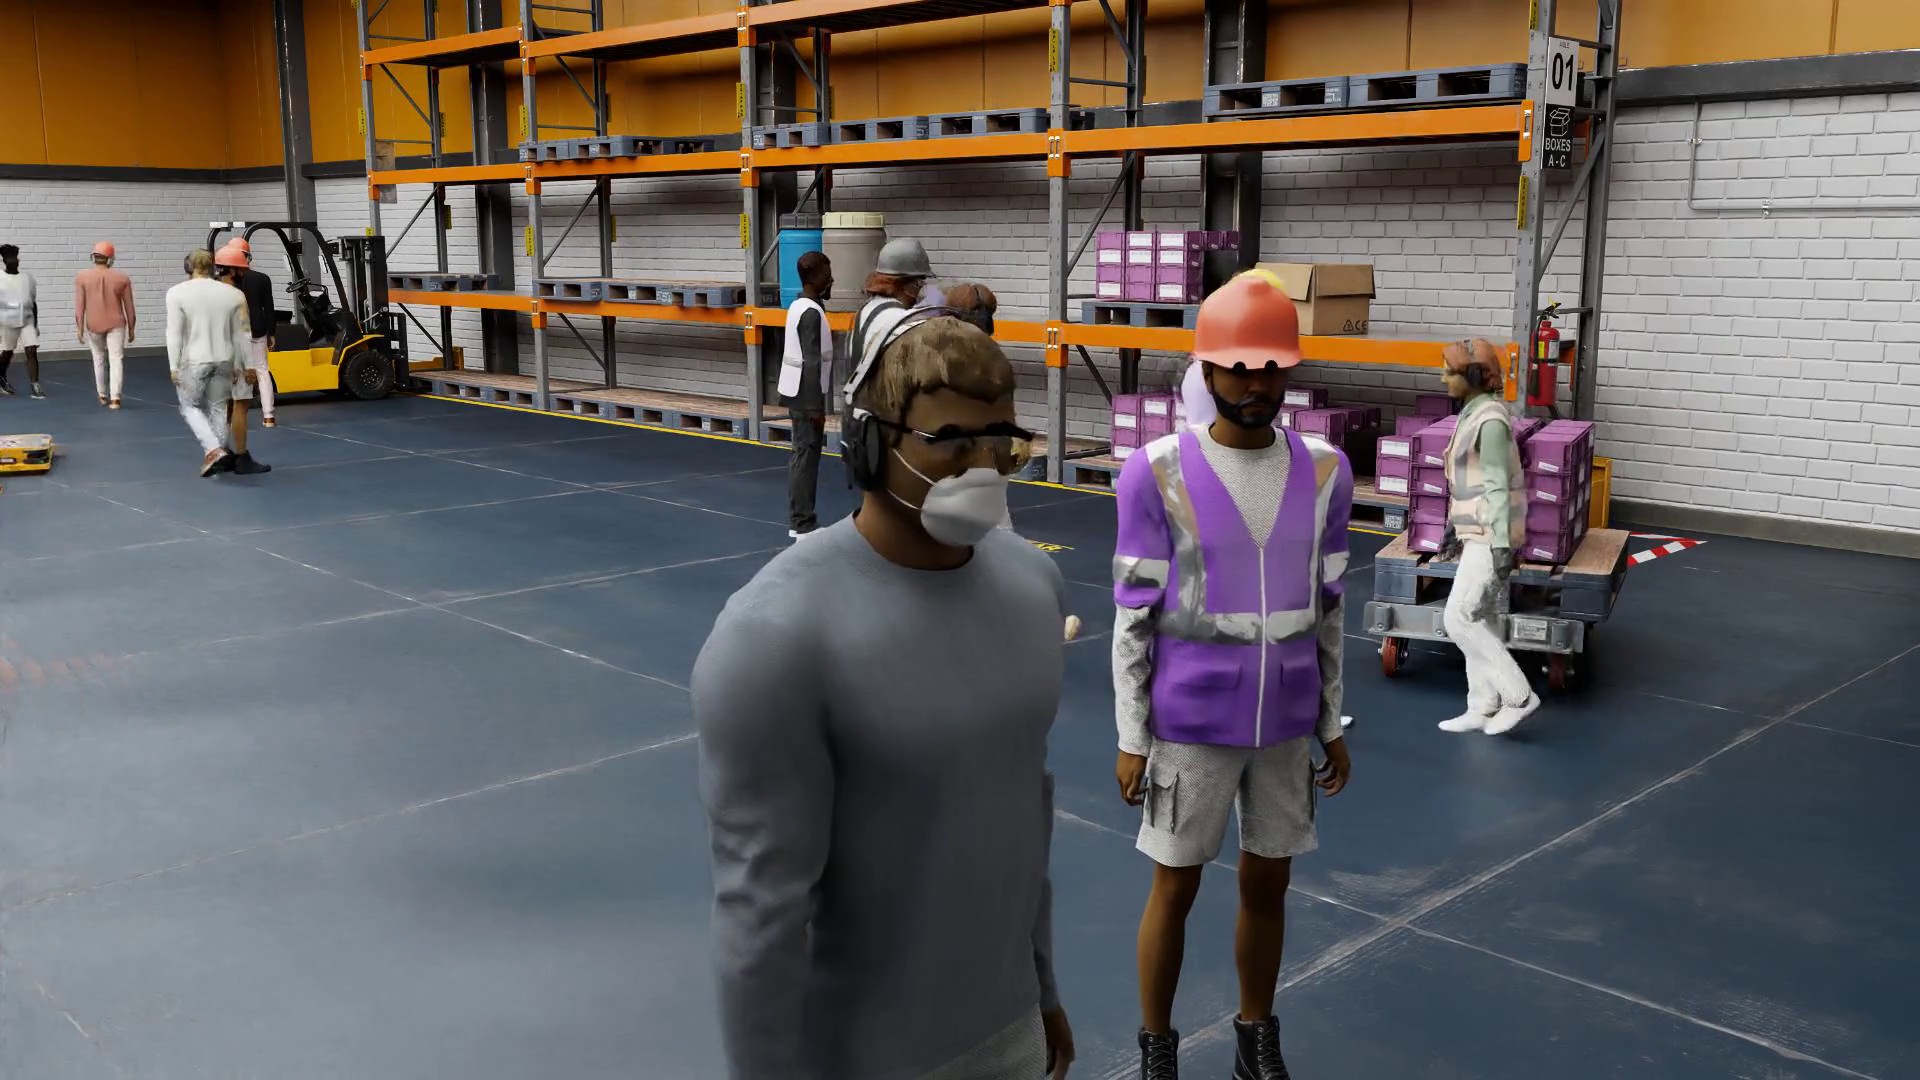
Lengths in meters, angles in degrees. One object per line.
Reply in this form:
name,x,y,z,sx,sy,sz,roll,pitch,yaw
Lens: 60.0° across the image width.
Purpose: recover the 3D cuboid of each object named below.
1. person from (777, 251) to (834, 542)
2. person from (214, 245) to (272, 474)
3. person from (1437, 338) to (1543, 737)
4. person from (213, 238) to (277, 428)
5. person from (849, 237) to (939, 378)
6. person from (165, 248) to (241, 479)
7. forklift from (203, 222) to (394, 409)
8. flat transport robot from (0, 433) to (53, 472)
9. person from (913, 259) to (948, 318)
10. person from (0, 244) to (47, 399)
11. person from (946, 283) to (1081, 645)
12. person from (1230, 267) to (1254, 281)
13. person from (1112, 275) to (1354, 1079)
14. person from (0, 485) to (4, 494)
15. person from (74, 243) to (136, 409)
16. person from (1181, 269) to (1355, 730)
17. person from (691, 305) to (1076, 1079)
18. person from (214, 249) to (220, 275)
person,-1.006,-0.940,11.005,0.395,1.919,0.590,-2,11,-12
person,-6.164,-1.529,14.172,0.551,1.932,0.378,8,13,37
person,2.091,0.004,6.682,0.372,1.619,0.516,2,11,10
person,-7.525,-2.170,17.503,0.621,1.992,0.397,-8,13,-36
person,-0.359,-0.550,8.542,0.685,2.000,0.693,-5,11,-24
person,-6.201,-1.444,13.749,0.521,1.918,0.651,9,13,39
forklift,-8.169,-2.758,20.163,2.313,2.155,1.214,-10,14,-44
flat transport robot,-8.337,-0.769,14.565,0.652,0.197,1.431,-5,12,-27
person,-0.319,-1.115,11.906,0.372,1.940,0.631,7,13,34
person,-11.841,-2.726,20.764,0.937,1.929,0.624,8,13,37
person,0.098,-0.307,7.892,0.949,1.790,0.642,-4,11,-23
person,1.855,-0.802,10.530,0.656,1.812,0.776,-10,14,-42
person,0.612,0.394,3.676,0.553,1.935,0.362,-2,11,-12
person,-7.678,-1.247,12.615,0.667,1.950,0.715,5,11,24
person,-10.069,-2.526,19.628,0.639,1.924,1.066,-5,11,-24
person,1.170,-0.125,6.652,0.603,1.881,0.915,-8,13,-36
person,-0.068,0.663,2.208,0.351,1.936,0.634,8,13,38
person,-10.193,-3.122,23.142,0.570,1.820,1.027,-7,13,-34
